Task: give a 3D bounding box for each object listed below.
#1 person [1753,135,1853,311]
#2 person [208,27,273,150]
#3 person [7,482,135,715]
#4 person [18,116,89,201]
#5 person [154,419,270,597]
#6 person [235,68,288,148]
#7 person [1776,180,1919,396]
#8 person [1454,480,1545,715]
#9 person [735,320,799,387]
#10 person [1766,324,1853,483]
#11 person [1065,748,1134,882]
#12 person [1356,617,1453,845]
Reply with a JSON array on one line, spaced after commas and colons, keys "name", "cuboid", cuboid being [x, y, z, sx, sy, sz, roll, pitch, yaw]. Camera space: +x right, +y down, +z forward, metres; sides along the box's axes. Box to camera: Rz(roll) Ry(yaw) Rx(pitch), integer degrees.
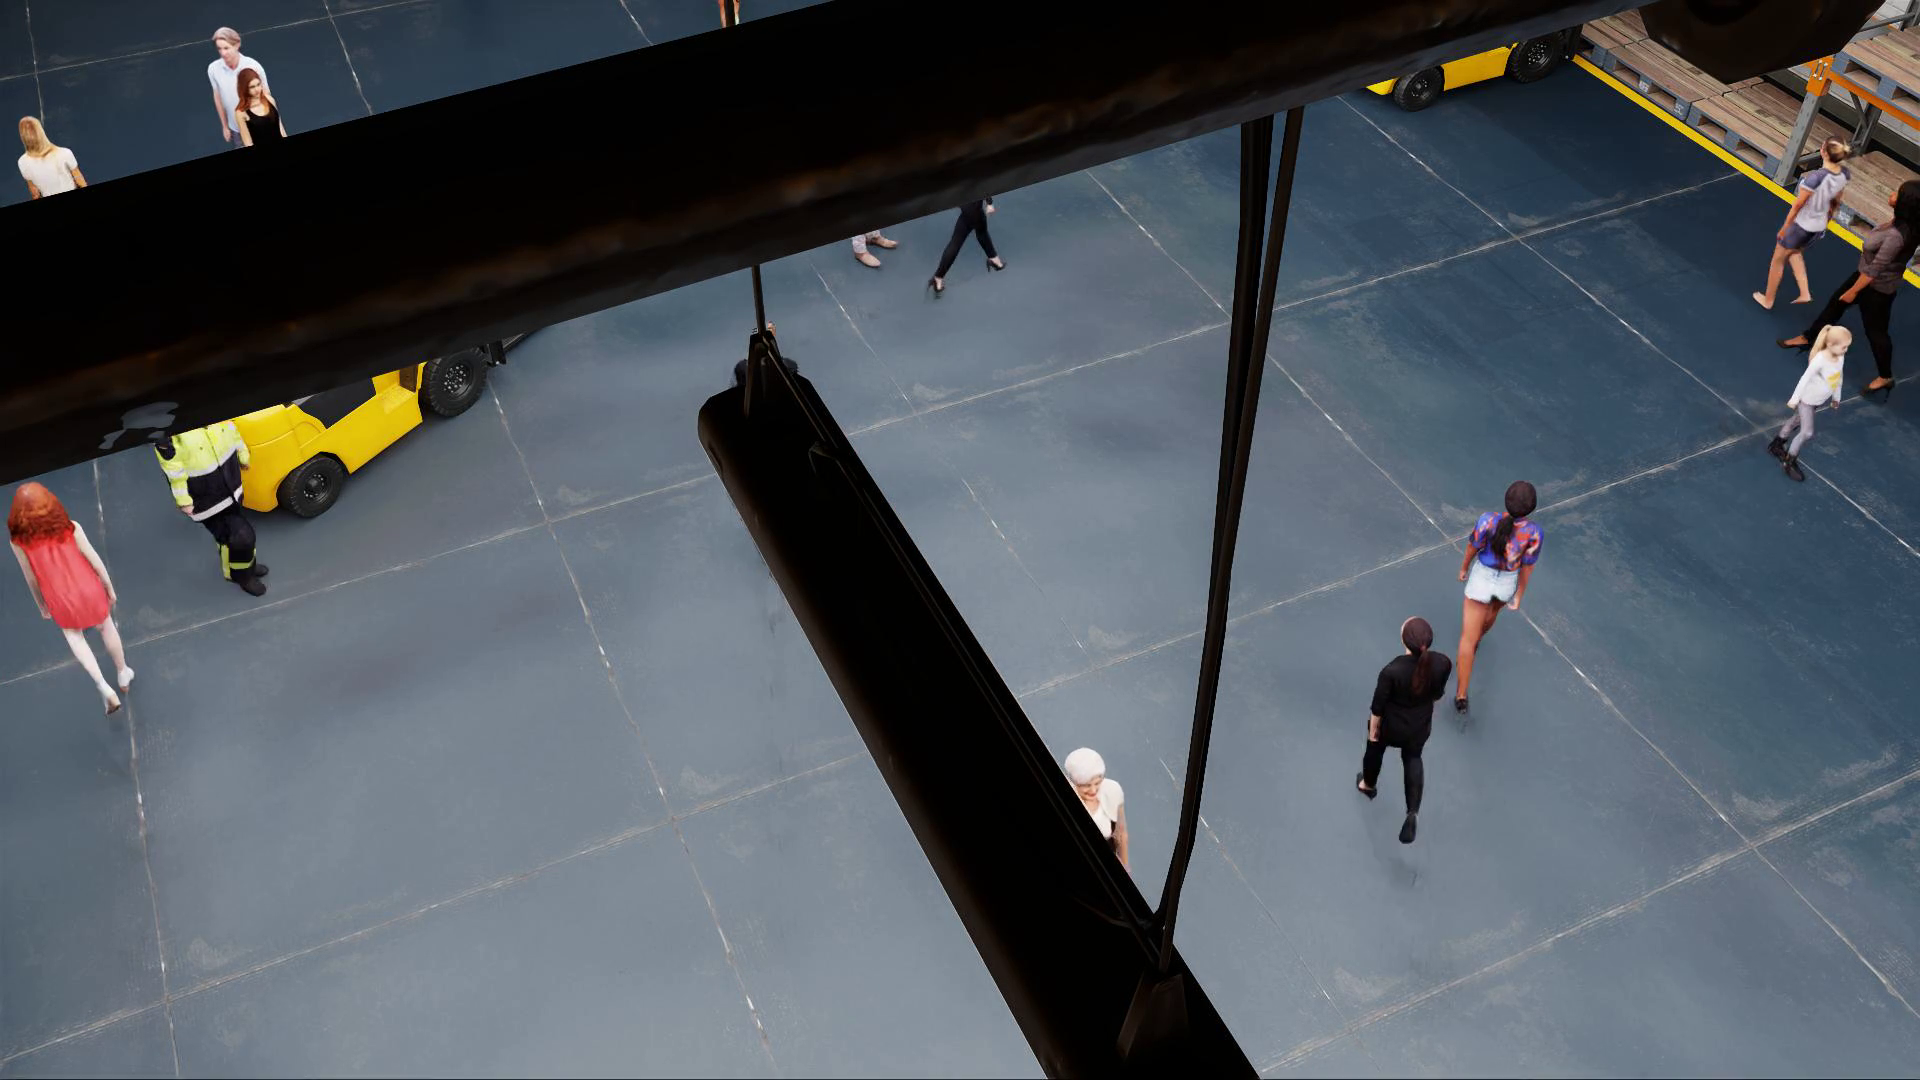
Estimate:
[{"name": "person", "cuboid": [7.017, -2.553, 13.720, 0.581, 1.611, 0.668, -15, 46, -15]}, {"name": "person", "cuboid": [-6.267, -3.686, 14.750, 0.728, 1.832, 0.692, -2, 44, -3]}, {"name": "person", "cuboid": [-5.548, 0.419, 10.458, 0.631, 1.807, 0.835, -20, 47, -20]}, {"name": "person", "cuboid": [-7.276, -2.606, 13.648, 0.707, 1.787, 1.046, -12, 45, -12]}, {"name": "person", "cuboid": [-5.167, -0.451, 11.261, 0.988, 1.959, 0.913, 11, 45, 11]}, {"name": "person", "cuboid": [-5.966, -3.293, 14.415, 0.667, 1.724, 0.649, 25, 49, 24]}, {"name": "person", "cuboid": [7.203, -1.902, 12.912, 1.274, 1.782, 1.043, 26, 50, 25]}, {"name": "person", "cuboid": [3.375, 0.376, 10.590, 1.097, 1.688, 1.180, 12, 45, 13]}, {"name": "person", "cuboid": [-1.358, -0.790, 11.814, 0.761, 1.687, 0.937, -6, 44, -7]}, {"name": "person", "cuboid": [6.318, -1.096, 12.440, 0.546, 1.266, 0.656, -26, 49, -25]}, {"name": "person", "cuboid": [0.644, 1.692, 9.170, 0.675, 1.740, 0.740, -12, 45, -12]}, {"name": "person", "cuboid": [2.630, 1.145, 9.817, 0.784, 1.641, 1.005, -5, 44, -5]}]
